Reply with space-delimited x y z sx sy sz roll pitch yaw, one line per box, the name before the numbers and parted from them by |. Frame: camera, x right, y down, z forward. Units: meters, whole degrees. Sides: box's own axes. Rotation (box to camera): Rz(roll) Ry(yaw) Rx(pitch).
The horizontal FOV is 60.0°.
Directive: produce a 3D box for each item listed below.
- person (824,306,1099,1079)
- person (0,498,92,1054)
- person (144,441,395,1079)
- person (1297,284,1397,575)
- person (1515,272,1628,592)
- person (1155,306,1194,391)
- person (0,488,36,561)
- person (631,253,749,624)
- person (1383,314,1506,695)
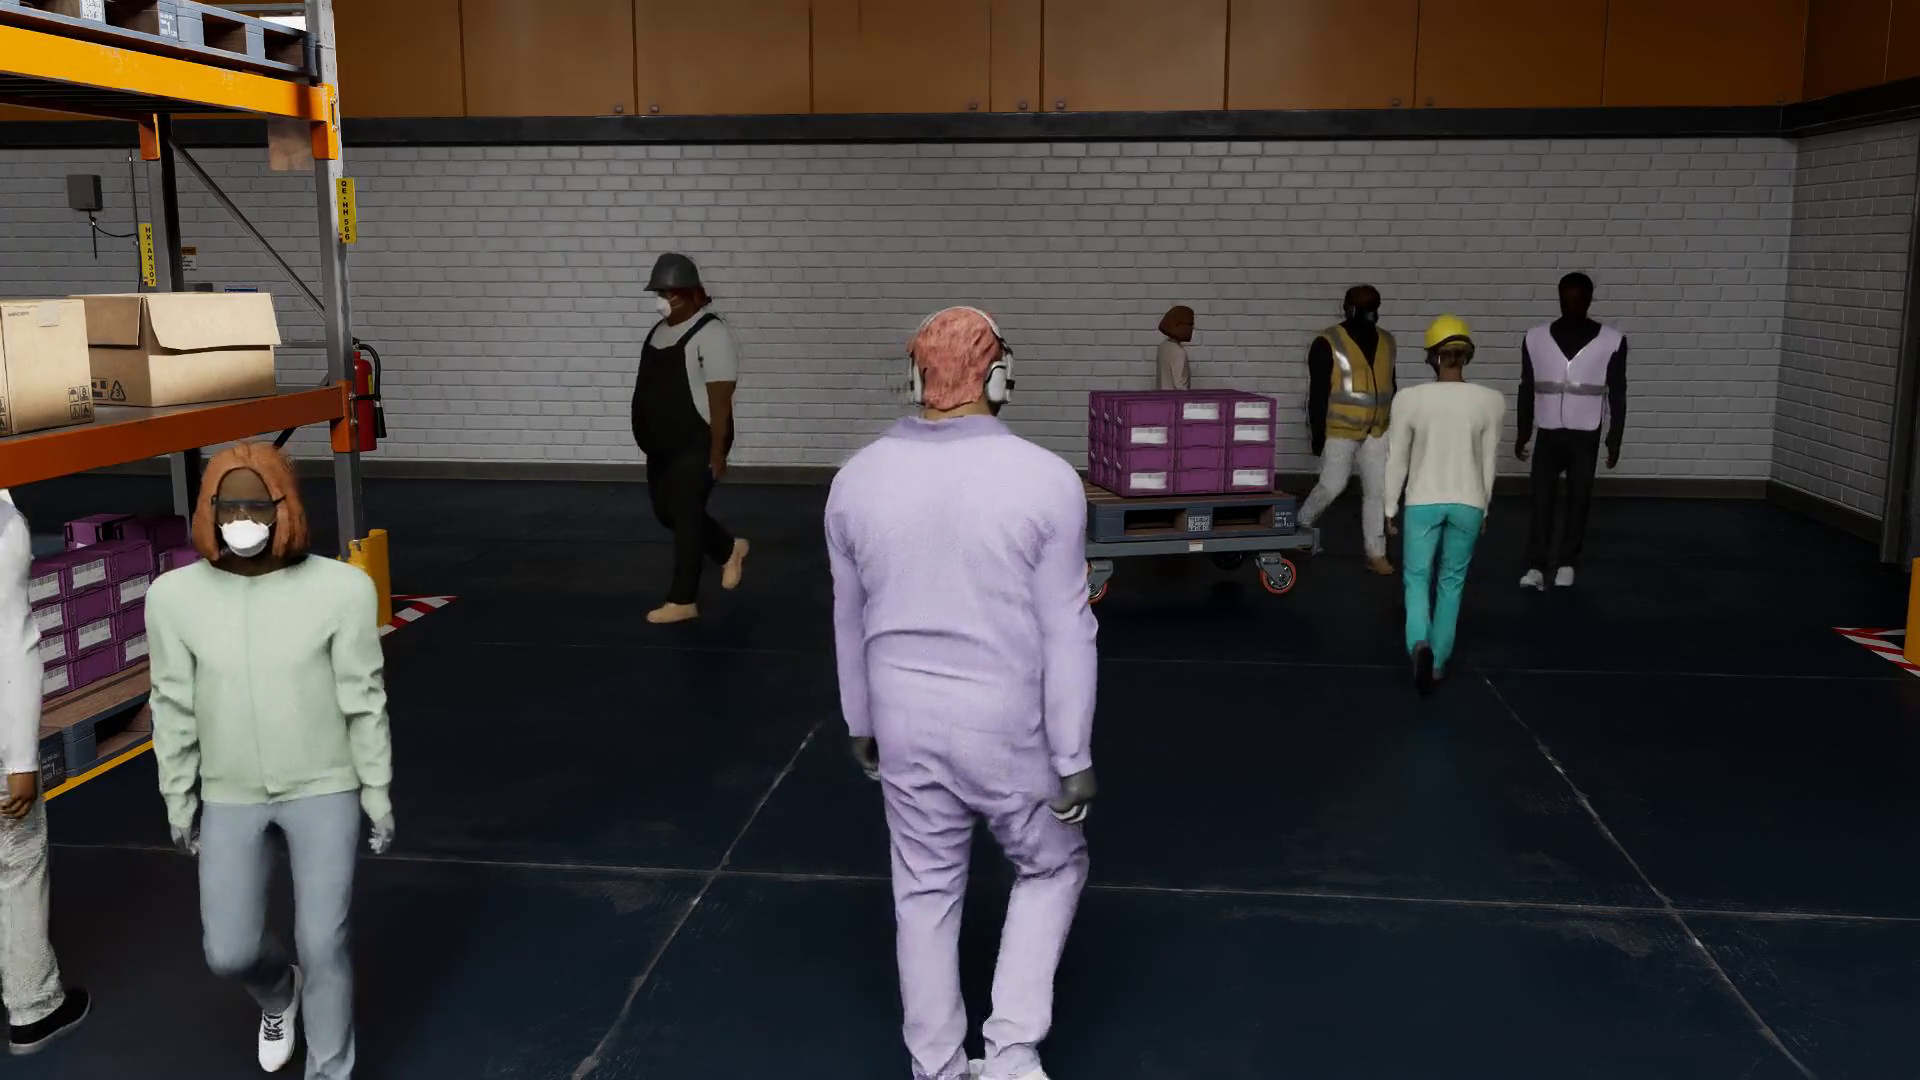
person | 0.022 0.422 3.796 0.680 1.893 0.459 5 11 26
person | -2.443 0.451 3.896 0.589 1.810 0.798 0 10 1
person | -1.532 0.570 3.766 0.505 1.621 0.472 -2 10 -11
person | 2.470 -0.721 10.613 0.636 1.819 0.814 -4 11 -20
person | 3.560 -0.610 9.761 0.623 1.874 0.938 5 11 26
person | 1.553 -0.887 12.084 0.289 1.622 0.512 -2 10 -10
person | -6.090 -0.539 10.171 0.824 1.593 0.530 -9 14 -43
person | -1.458 -0.594 9.212 0.687 2.000 0.781 10 14 44
person | 2.194 -0.149 7.547 0.524 1.737 0.693 2 10 10
